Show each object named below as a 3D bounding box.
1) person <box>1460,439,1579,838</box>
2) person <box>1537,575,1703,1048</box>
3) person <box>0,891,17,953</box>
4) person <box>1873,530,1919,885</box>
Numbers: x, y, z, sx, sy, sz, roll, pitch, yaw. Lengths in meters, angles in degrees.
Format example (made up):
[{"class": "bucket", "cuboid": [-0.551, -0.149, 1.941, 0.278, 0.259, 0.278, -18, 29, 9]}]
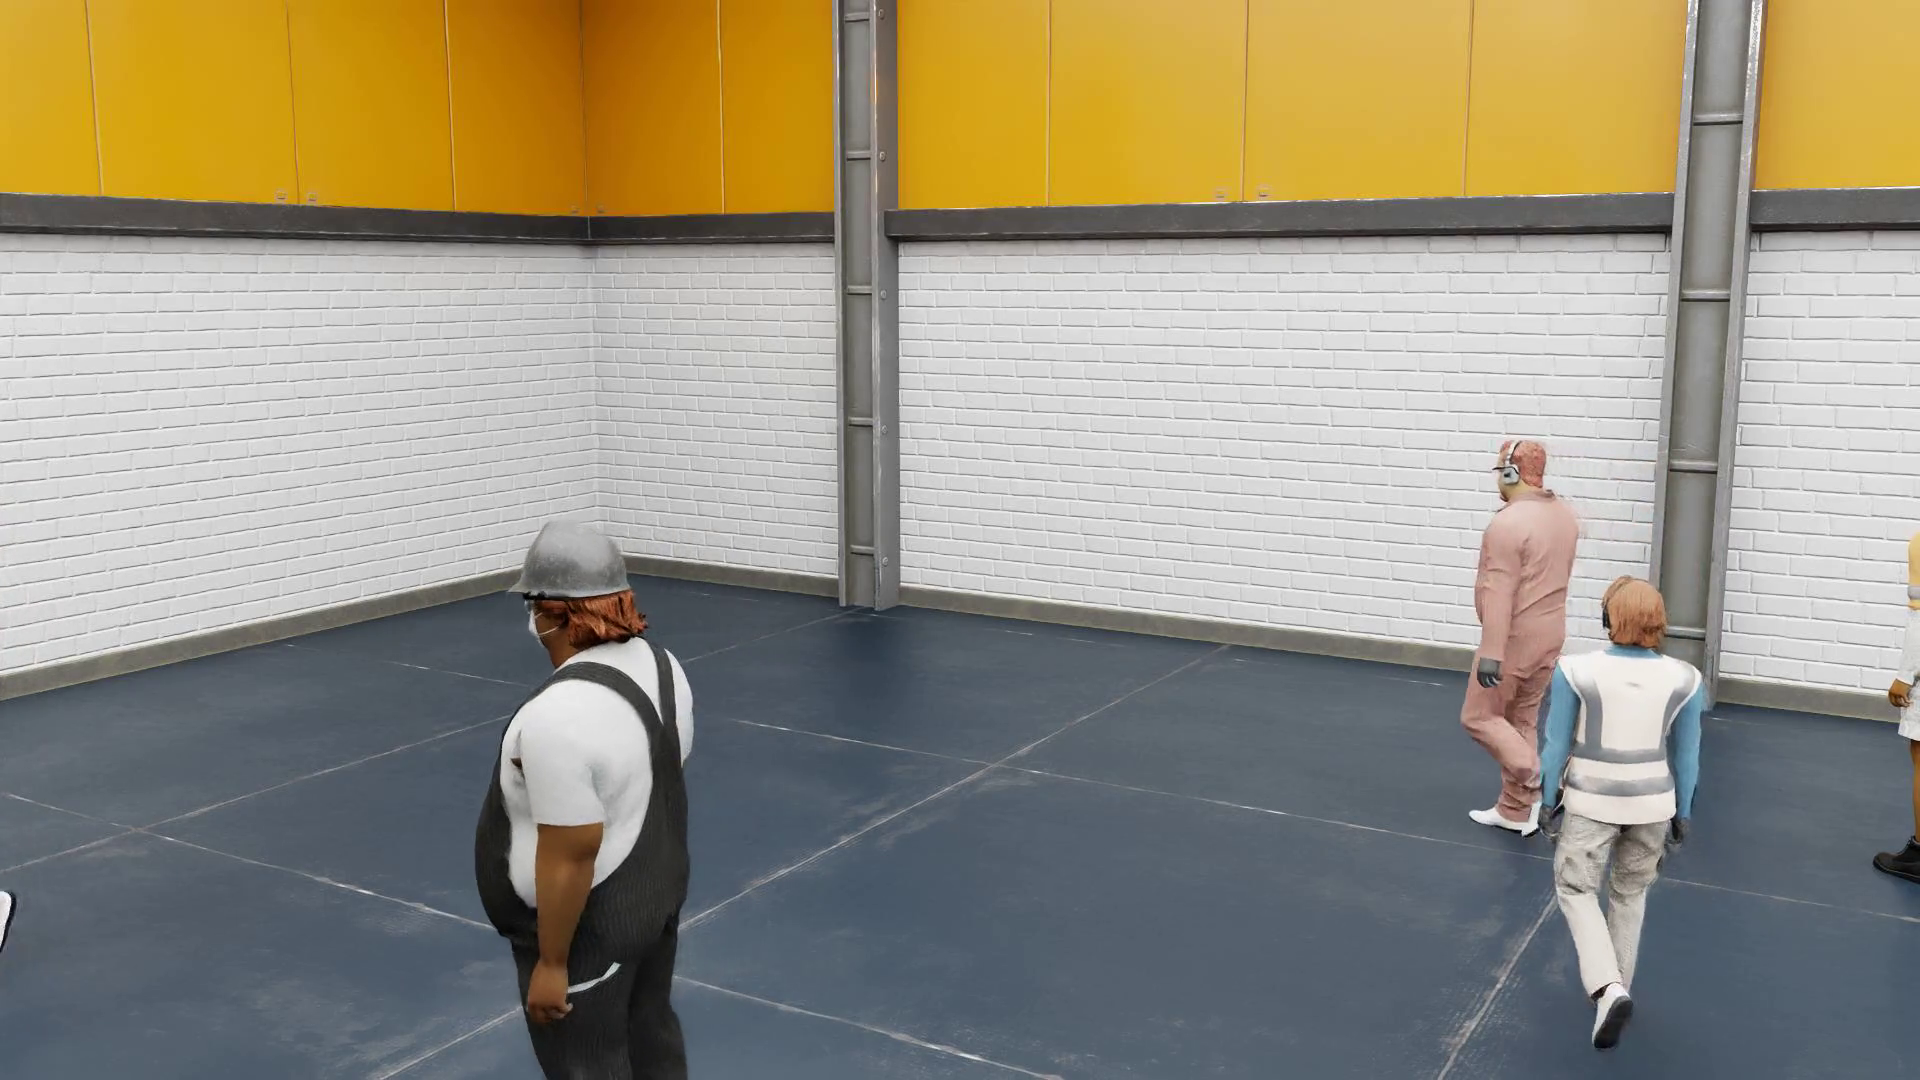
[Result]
[{"class": "person", "cuboid": [2.621, 0.476, 7.730, 0.661, 1.885, 0.487, -9, 13, -44]}, {"class": "person", "cuboid": [2.260, 0.934, 5.681, 0.524, 1.619, 0.588, 1, 9, 5]}, {"class": "person", "cuboid": [-3.958, 0.773, 5.938, 0.643, 1.876, 0.859, 7, 12, 39]}, {"class": "person", "cuboid": [4.283, 0.533, 7.218, 0.552, 1.934, 0.357, -2, 9, -13]}]
